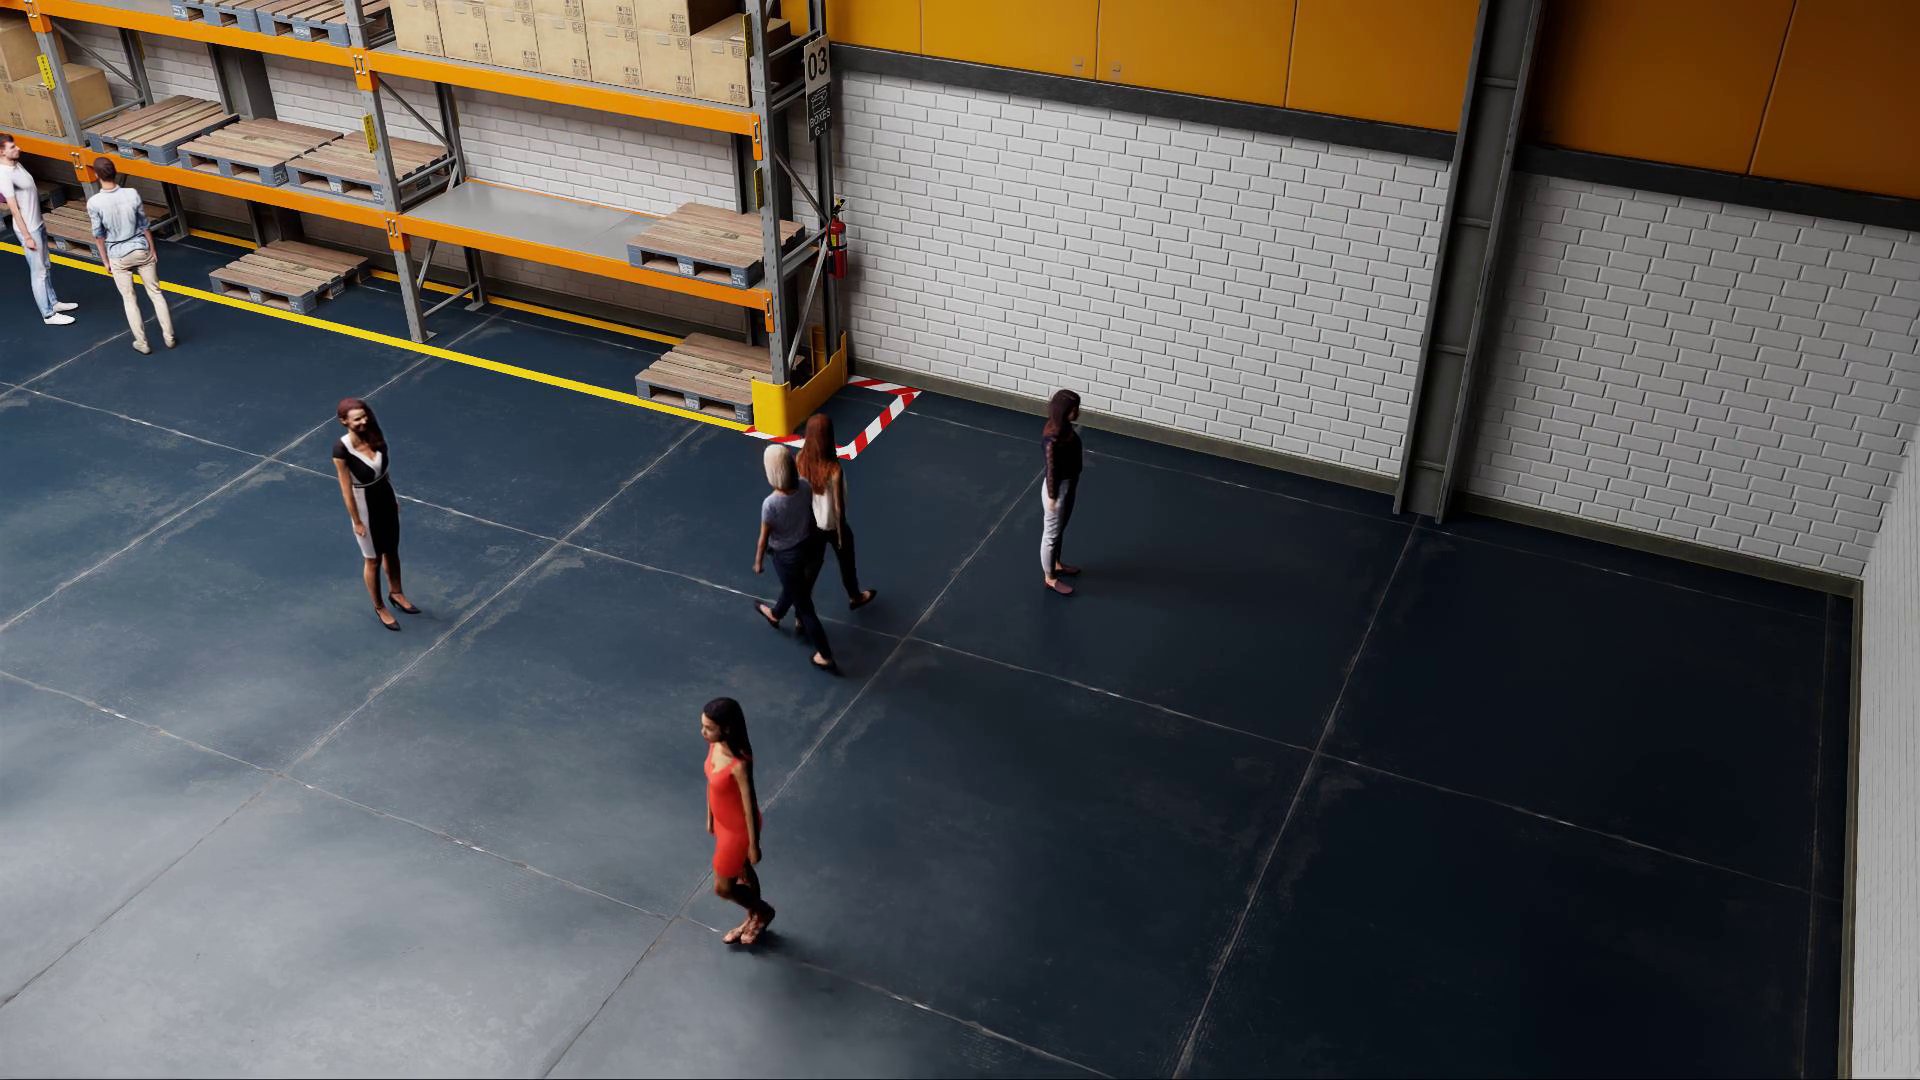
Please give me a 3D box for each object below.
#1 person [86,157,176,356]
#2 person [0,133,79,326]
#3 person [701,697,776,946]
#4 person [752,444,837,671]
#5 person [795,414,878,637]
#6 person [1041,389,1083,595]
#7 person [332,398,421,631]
[{"bbox_3d":[-7.621,-2.611,15.264,0.723,1.846,0.715,-22,39,-29],"label":"person"},{"bbox_3d":[-8.839,-2.965,15.792,0.766,1.851,0.724,-9,35,-13],"label":"person"},{"bbox_3d":[-1.154,1.538,9.148,0.777,1.707,0.692,-20,39,-27],"label":"person"},{"bbox_3d":[-1.065,0.164,11.241,1.165,1.677,0.790,26,41,33],"label":"person"},{"bbox_3d":[-0.995,-0.069,11.584,0.971,1.688,0.761,21,39,28],"label":"person"},{"bbox_3d":[0.743,-0.368,12.102,0.581,1.611,0.631,9,35,13],"label":"person"},{"bbox_3d":[-4.115,-0.192,11.671,0.473,1.796,0.578,14,36,20],"label":"person"}]
